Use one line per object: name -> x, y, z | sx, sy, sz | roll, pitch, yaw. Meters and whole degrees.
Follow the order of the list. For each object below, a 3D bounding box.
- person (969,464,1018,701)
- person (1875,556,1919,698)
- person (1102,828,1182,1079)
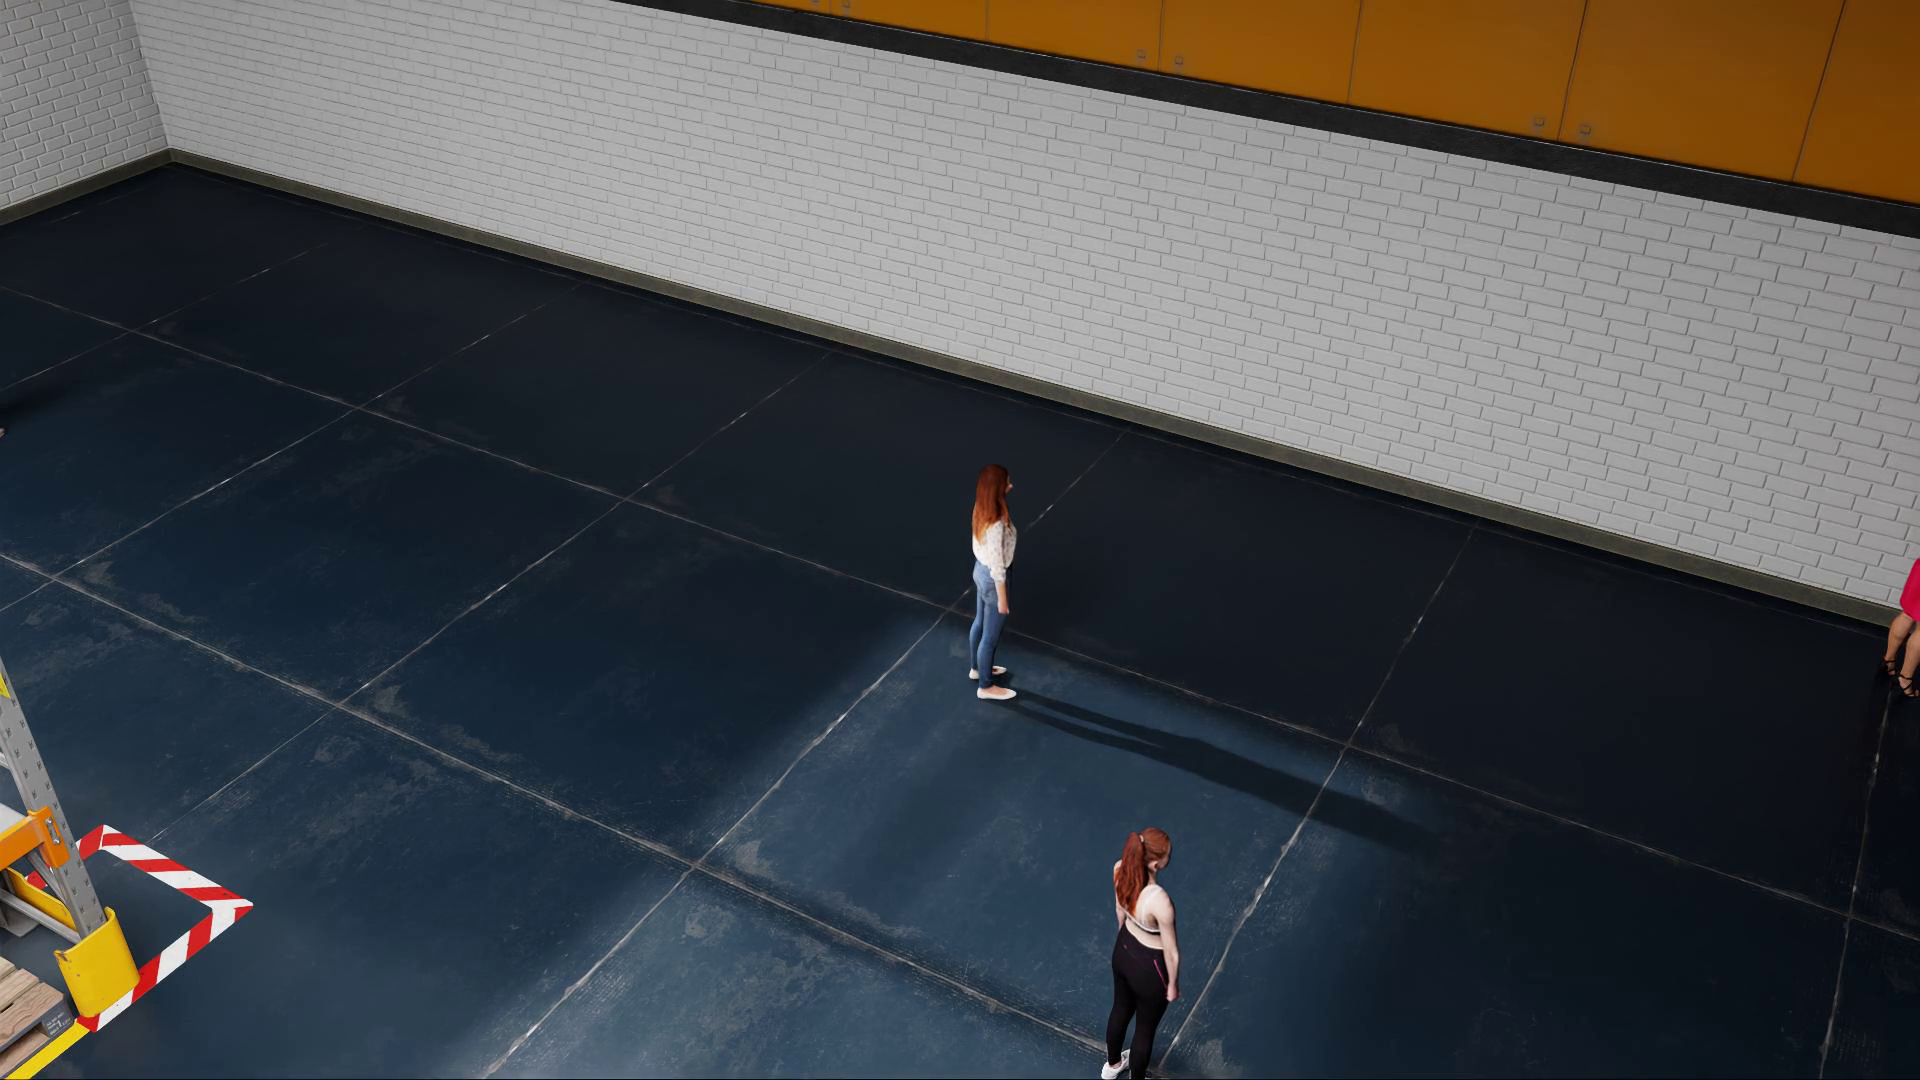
person -> 0.203, 0.261, 10.859 | 0.707, 1.728, 0.637 | -7, 34, -10
person -> 6.384, 0.245, 10.882 | 0.723, 1.728, 0.634 | -2, 34, -3
person -> 0.879, 2.074, 8.120 | 0.677, 1.741, 0.669 | -19, 38, -26
